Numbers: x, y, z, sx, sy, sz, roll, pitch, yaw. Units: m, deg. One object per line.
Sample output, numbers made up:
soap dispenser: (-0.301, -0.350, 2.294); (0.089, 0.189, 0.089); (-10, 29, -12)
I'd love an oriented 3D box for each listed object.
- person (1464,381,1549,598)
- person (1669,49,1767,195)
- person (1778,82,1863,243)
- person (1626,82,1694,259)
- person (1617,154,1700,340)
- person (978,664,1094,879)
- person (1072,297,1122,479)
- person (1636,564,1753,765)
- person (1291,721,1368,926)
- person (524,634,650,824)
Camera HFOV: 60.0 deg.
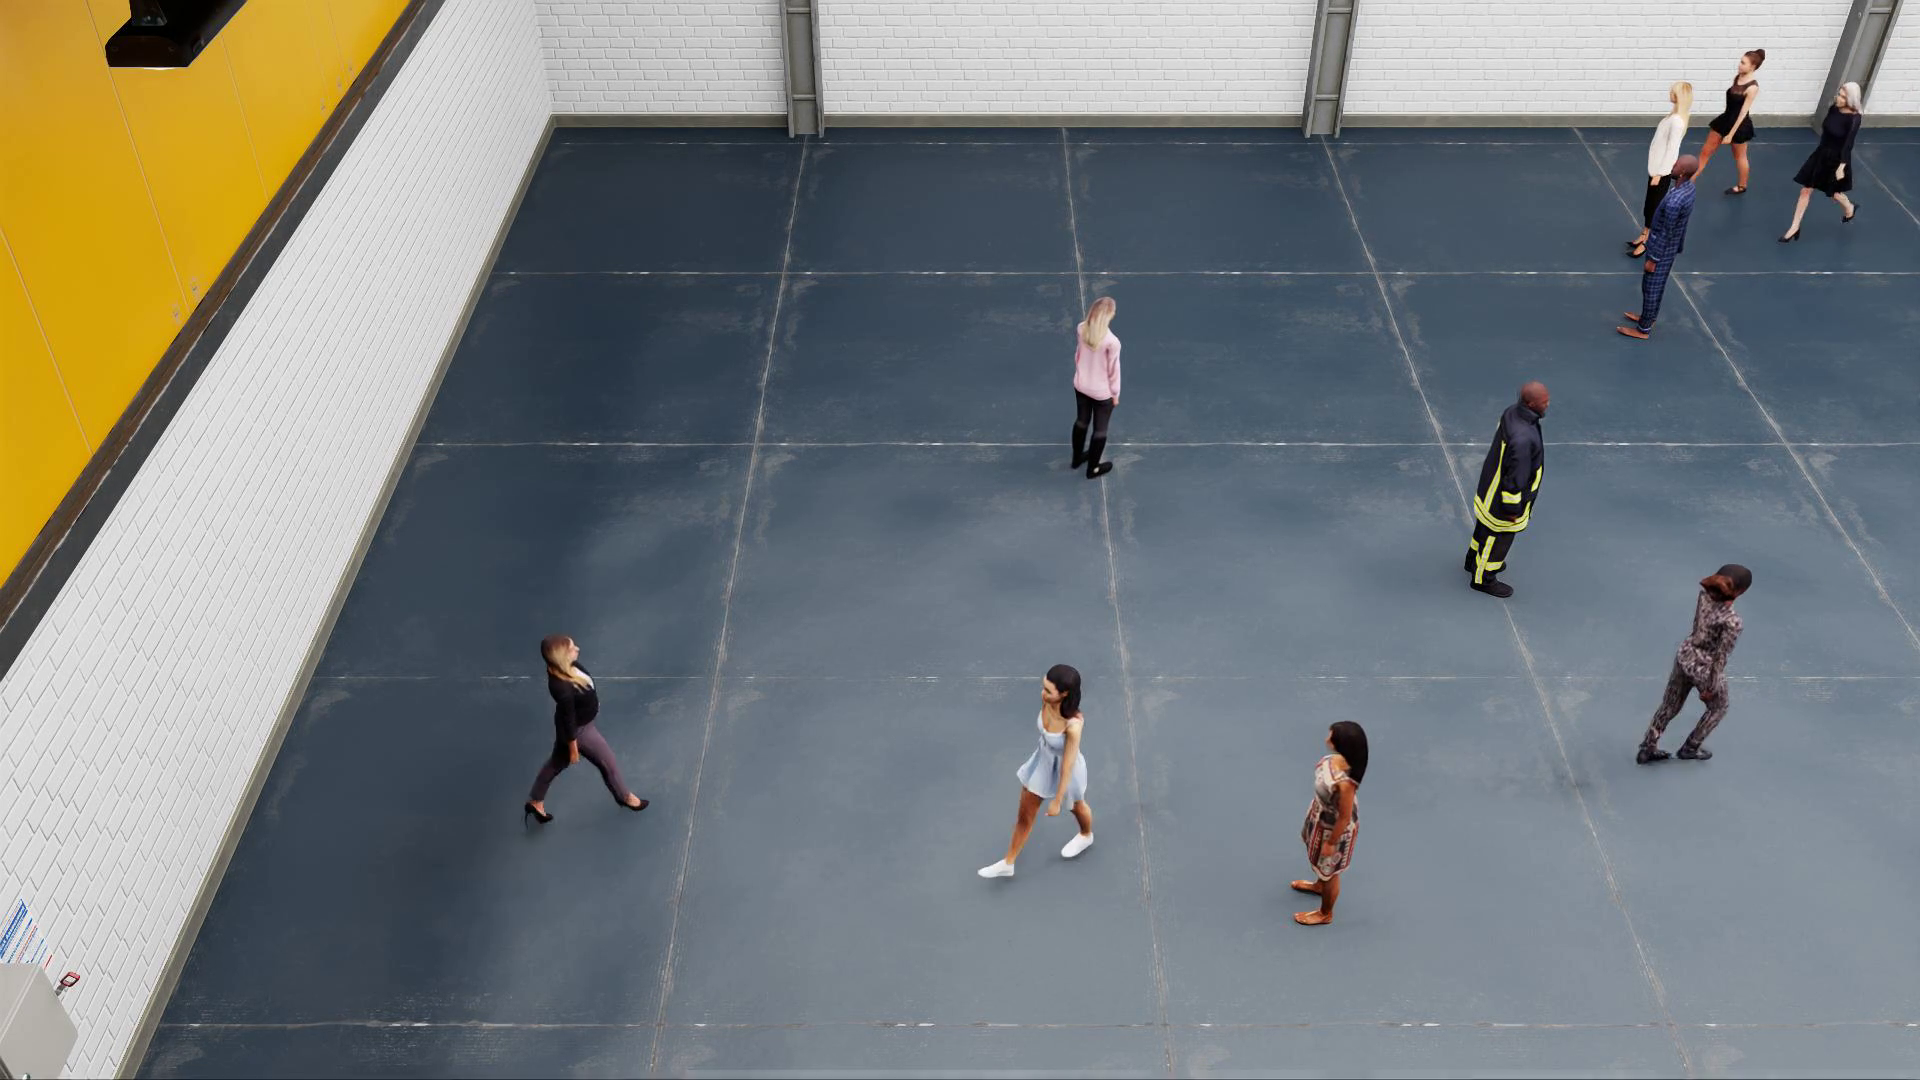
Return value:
person: (4.124, -0.415, 12.526); (0.727, 1.823, 0.792); (6, 39, 8)
person: (8.279, -4.365, 17.632); (1.119, 1.622, 0.656); (-4, 39, -5)
person: (8.892, -3.826, 16.887); (1.171, 1.710, 0.846); (-11, 40, -14)
person: (7.001, -3.688, 16.596); (0.650, 1.858, 0.685); (14, 41, 17)
person: (6.529, -2.730, 15.427); (0.774, 1.819, 0.760); (21, 43, 24)
person: (0.700, 1.413, 10.340); (1.157, 1.693, 0.985); (-23, 44, -26)
person: (1.101, -1.255, 13.690); (0.749, 1.682, 0.692); (-31, 48, -33)
person: (4.818, 0.868, 11.021); (0.803, 1.695, 0.671); (-7, 39, -9)
person: (2.260, 1.689, 10.034); (0.567, 1.643, 0.676); (5, 39, 6)
person: (-2.540, 1.240, 10.606); (1.114, 1.632, 0.856); (-14, 41, -17)
